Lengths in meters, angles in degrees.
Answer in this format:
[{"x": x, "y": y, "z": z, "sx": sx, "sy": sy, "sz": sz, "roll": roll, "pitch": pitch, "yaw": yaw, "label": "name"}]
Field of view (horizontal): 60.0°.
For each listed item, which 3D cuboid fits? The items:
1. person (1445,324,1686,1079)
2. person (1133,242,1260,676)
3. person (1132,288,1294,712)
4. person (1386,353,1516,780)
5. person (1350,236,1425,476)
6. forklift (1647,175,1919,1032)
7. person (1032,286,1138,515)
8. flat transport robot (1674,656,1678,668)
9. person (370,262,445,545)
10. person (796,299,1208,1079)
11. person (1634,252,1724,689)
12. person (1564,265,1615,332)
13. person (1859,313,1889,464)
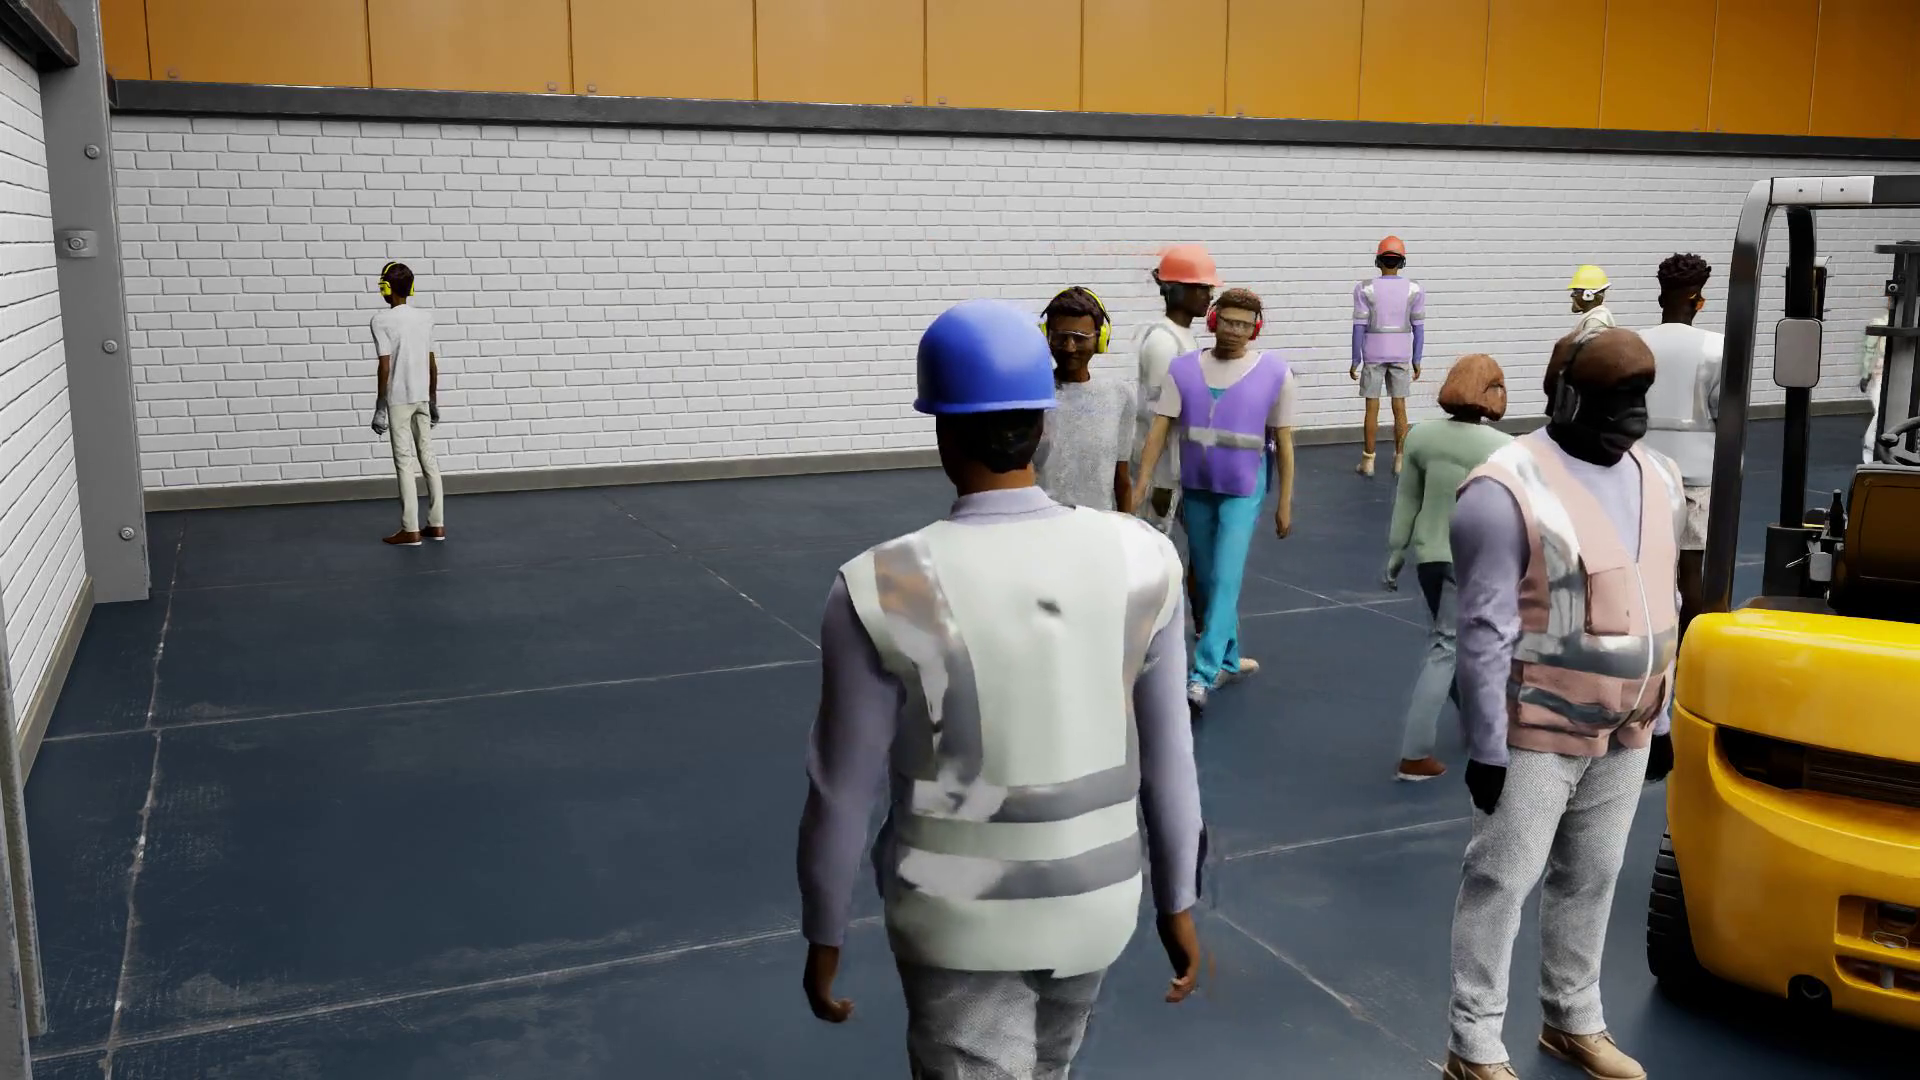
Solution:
[{"x": 1.412, "y": 0.423, "z": 3.850, "sx": 0.629, "sy": 1.838, "sz": 0.430, "roll": -5, "pitch": 11, "yaw": -26, "label": "person"}, {"x": 0.899, "y": -0.366, "z": 7.720, "sx": 0.946, "sy": 2.012, "sz": 0.625, "roll": 4, "pitch": 11, "yaw": 19, "label": "person"}, {"x": 1.047, "y": -0.169, "z": 7.173, "sx": 0.640, "sy": 1.809, "sz": 0.772, "roll": 6, "pitch": 12, "yaw": 32, "label": "person"}, {"x": 1.939, "y": 0.088, "z": 6.343, "sx": 0.851, "sy": 1.586, "sz": 0.534, "roll": -8, "pitch": 13, "yaw": -37, "label": "person"}, {"x": 3.636, "y": -1.563, "z": 14.208, "sx": 0.614, "sy": 2.042, "sz": 0.373, "roll": 0, "pitch": 10, "yaw": 2, "label": "person"}, {"x": 2.810, "y": 0.094, "z": 4.662, "sx": 1.214, "sy": 2.155, "sz": 2.313, "roll": 7, "pitch": 12, "yaw": 34, "label": "forklift"}, {"x": 0.373, "y": 0.065, "z": 5.736, "sx": 0.518, "sy": 1.865, "sz": 0.329, "roll": -2, "pitch": 10, "yaw": -10, "label": "person"}, {"x": 3.184, "y": 0.418, "z": 8.179, "sx": 1.431, "sy": 0.197, "sz": 0.652, "roll": 8, "pitch": 13, "yaw": 38, "label": "flat transport robot"}, {"x": -3.675, "y": -0.896, "z": 11.011, "sx": 0.329, "sy": 1.871, "sz": 0.513, "roll": 6, "pitch": 12, "yaw": 31, "label": "person"}, {"x": 0.015, "y": 0.568, "z": 2.786, "sx": 0.646, "sy": 1.918, "sz": 0.828, "roll": -5, "pitch": 11, "yaw": -25, "label": "person"}, {"x": 3.190, "y": -0.303, "z": 7.497, "sx": 0.604, "sy": 1.959, "sz": 0.379, "roll": 7, "pitch": 13, "yaw": 35, "label": "person"}, {"x": 4.515, "y": -1.061, "z": 12.026, "sx": 0.404, "sy": 1.829, "sz": 0.600, "roll": 4, "pitch": 11, "yaw": 19, "label": "person"}, {"x": 8.104, "y": -1.390, "z": 14.404, "sx": 0.535, "sy": 1.624, "sz": 0.360, "roll": 1, "pitch": 10, "yaw": 5, "label": "person"}]
